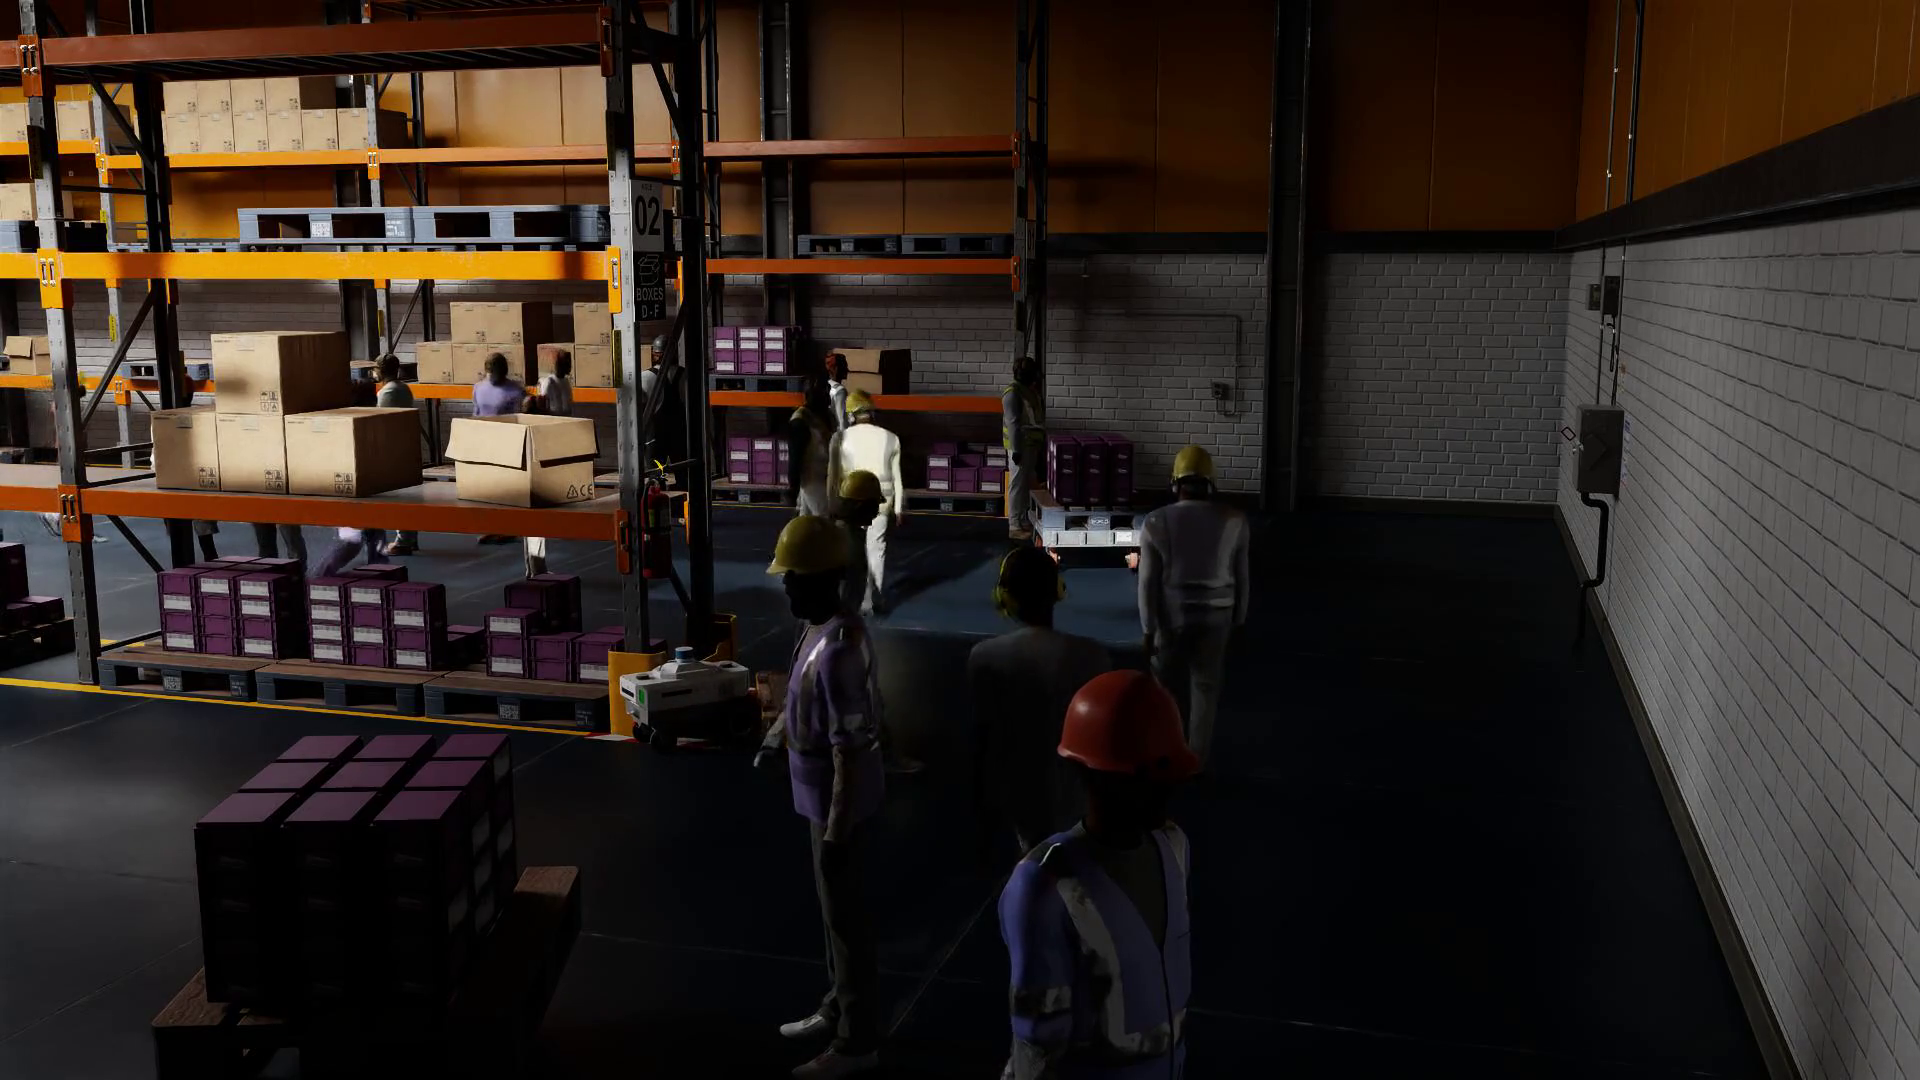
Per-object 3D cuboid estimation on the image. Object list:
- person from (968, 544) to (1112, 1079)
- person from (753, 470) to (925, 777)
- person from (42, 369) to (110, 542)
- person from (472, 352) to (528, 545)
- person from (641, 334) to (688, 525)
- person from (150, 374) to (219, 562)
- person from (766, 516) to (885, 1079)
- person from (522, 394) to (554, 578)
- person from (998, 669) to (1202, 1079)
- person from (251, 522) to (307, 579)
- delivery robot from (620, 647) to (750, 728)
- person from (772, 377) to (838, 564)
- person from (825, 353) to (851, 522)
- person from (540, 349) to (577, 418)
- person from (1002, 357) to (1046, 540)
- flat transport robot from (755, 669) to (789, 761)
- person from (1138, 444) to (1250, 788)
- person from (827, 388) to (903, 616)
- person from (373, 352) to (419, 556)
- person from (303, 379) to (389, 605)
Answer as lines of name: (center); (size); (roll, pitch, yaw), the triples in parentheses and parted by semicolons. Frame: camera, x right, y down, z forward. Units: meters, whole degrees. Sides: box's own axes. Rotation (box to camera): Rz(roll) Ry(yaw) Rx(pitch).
person: (0.308, 0.923, 5.698); (0.561, 1.810, 0.984); (3, 10, 19)
person: (-0.679, 0.454, 8.881); (0.895, 1.680, 0.531); (0, 9, -1)
person: (-8.809, -0.827, 16.481); (0.513, 1.745, 0.533); (-3, 10, -18)
person: (-4.535, -0.880, 16.309); (0.651, 1.912, 0.569); (3, 10, 19)
person: (-3.129, -1.158, 17.625); (0.682, 2.000, 0.537); (-5, 11, -28)
person: (-6.068, -0.358, 13.059); (0.545, 1.938, 0.361); (-1, 9, -3)
person: (-0.448, 0.869, 5.624); (0.383, 1.923, 0.588); (-1, 9, -9)
person: (-3.689, -0.446, 14.503); (0.308, 1.641, 0.517); (-4, 10, -21)
person: (0.327, 1.214, 3.476); (0.359, 1.938, 0.545); (7, 12, 38)
person: (-5.510, -0.408, 13.362); (0.635, 1.937, 0.352); (2, 9, 10)
delivery robot: (-1.582, 0.858, 9.566); (0.707, 0.478, 0.477); (-6, 11, -32)
person: (-1.310, -0.537, 14.586); (0.908, 1.806, 0.622); (3, 10, 20)
person: (-1.242, -0.939, 16.769); (0.355, 1.883, 0.574); (-6, 11, -32)
person: (-4.420, -1.207, 18.580); (0.988, 1.824, 0.597); (2, 9, 10)
person: (0.655, -0.936, 16.876); (0.429, 1.844, 0.627); (3, 10, 19)
flat transport robot: (-0.855, 1.004, 9.825); (0.652, 0.197, 1.431); (-2, 9, -9)
person: (1.235, 0.399, 8.819); (0.597, 1.815, 0.478); (1, 9, 4)
person: (-0.722, -0.272, 12.937); (0.623, 1.807, 0.616); (-3, 10, -18)
person: (-5.375, -0.813, 15.828); (0.379, 1.940, 0.629); (0, 9, 0)
person: (-4.871, -0.352, 13.243); (0.860, 1.870, 0.646); (-3, 10, -18)
